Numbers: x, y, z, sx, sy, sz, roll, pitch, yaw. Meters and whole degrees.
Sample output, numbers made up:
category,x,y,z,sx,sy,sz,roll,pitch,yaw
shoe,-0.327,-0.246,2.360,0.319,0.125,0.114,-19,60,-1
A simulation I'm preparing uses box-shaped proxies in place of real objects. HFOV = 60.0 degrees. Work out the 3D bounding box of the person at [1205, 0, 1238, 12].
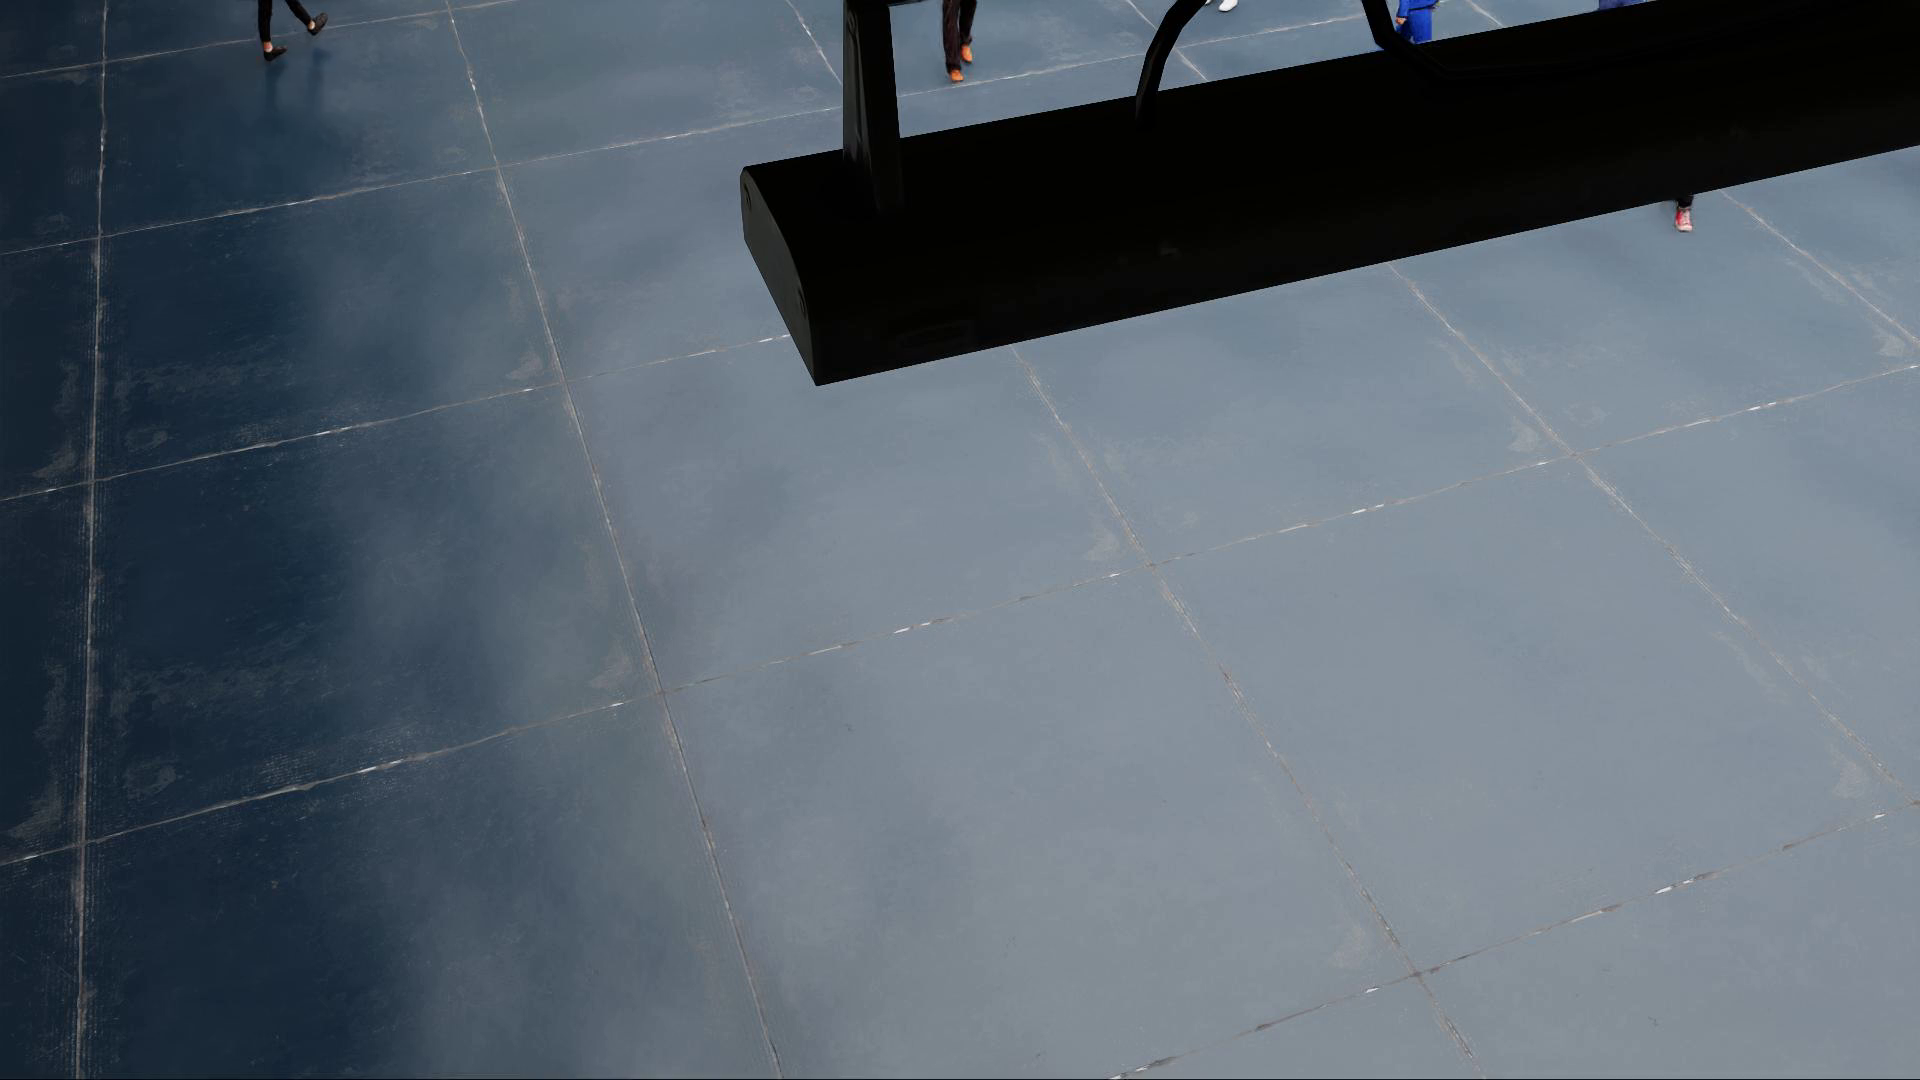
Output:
category,x,y,z,sx,sy,sz,roll,pitch,yaw
person,2.416,-5.611,14.956,0.685,1.645,0.576,-34,53,-31

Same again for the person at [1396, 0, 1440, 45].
category,x,y,z,sx,sy,sz,roll,pitch,yaw
person,3.633,-4.386,13.617,0.964,1.681,0.902,18,46,19

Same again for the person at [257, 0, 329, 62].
category,x,y,z,sx,sy,sz,roll,pitch,yaw
person,-5.993,-4.826,14.266,0.957,1.438,1.030,17,46,17
